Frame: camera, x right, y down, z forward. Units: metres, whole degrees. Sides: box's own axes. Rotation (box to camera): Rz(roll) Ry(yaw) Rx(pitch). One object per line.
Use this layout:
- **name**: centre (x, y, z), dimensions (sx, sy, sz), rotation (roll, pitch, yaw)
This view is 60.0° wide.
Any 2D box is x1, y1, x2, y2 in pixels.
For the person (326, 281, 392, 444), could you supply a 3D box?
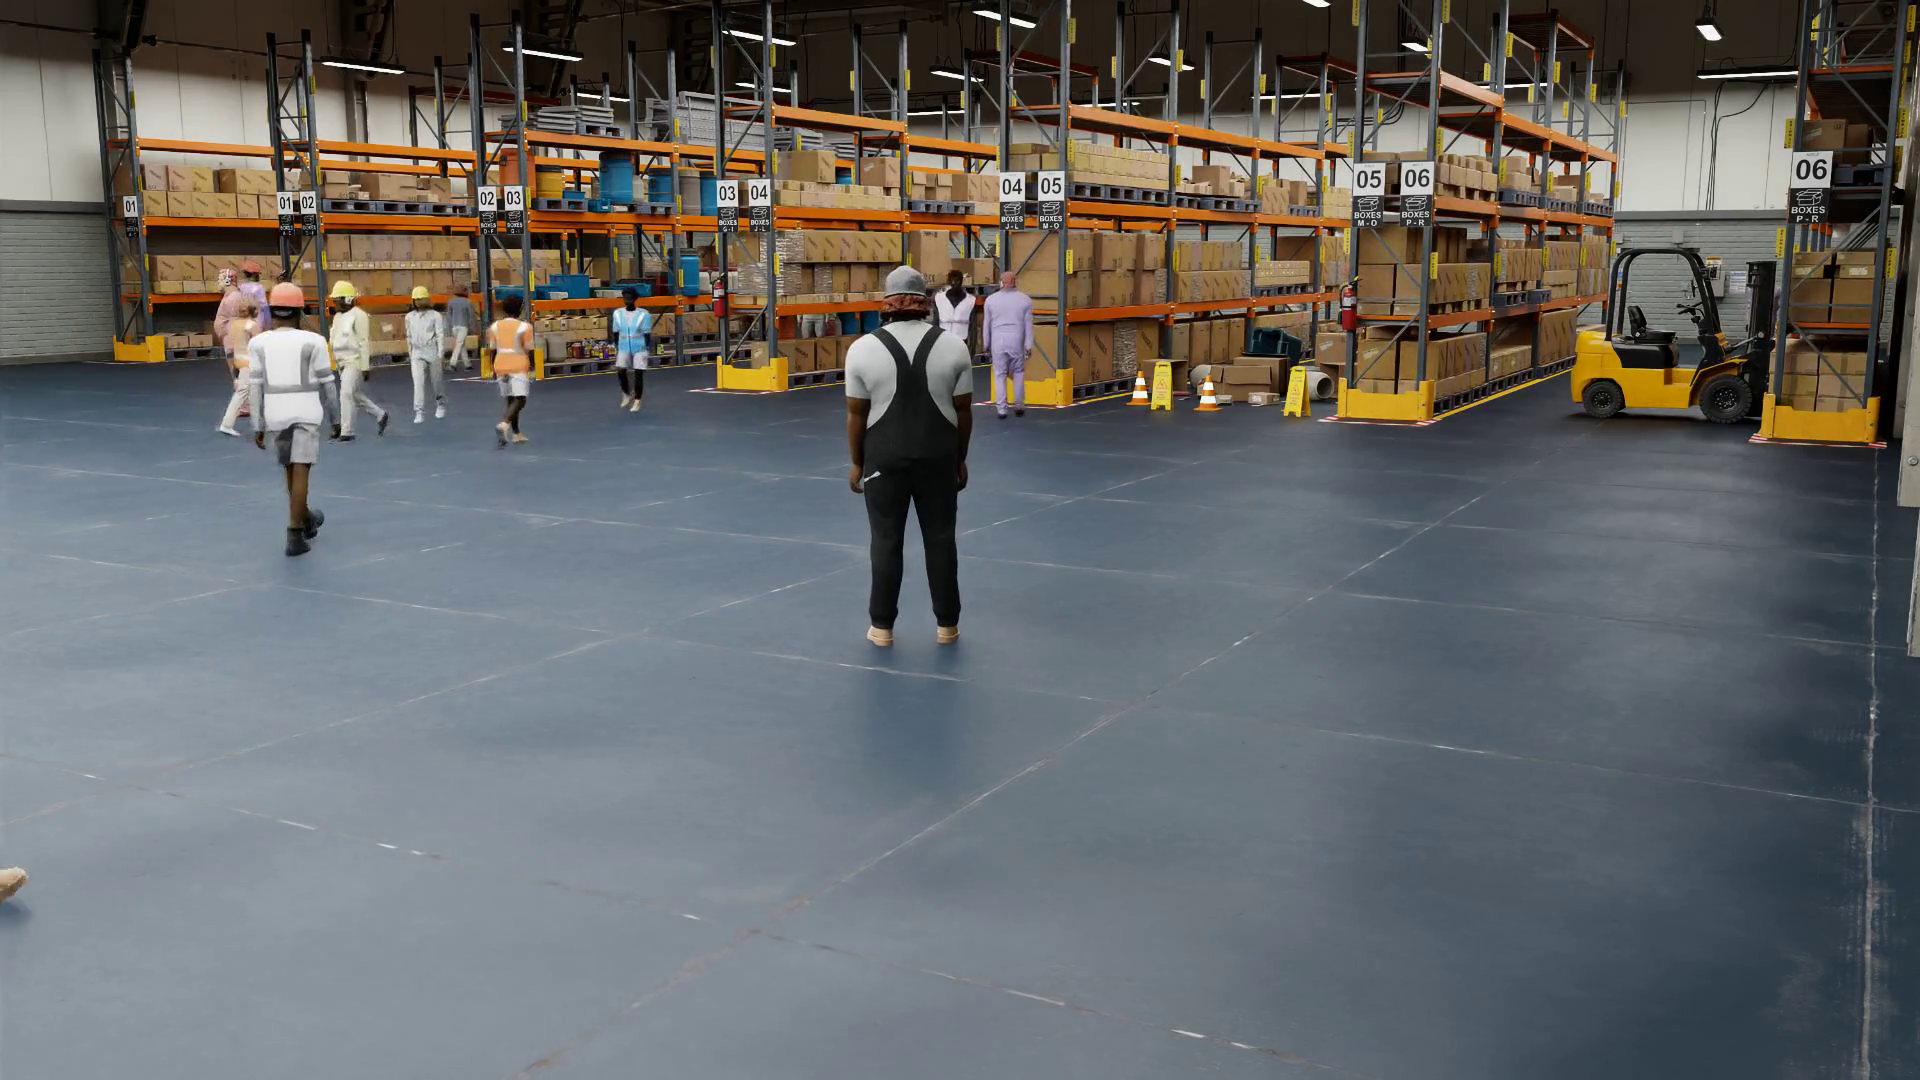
- **person**: centre (-6.746, -1.989, 18.584), dimensions (0.601, 1.809, 0.774), rotation (10, 14, 44)

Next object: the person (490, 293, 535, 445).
- **person**: centre (-4.917, -1.846, 18.140), dimensions (0.541, 1.675, 0.724), rotation (3, 10, 18)

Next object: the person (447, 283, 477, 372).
- **person**: centre (-8.983, -3.804, 29.828), dimensions (0.508, 1.591, 0.839), rotation (3, 10, 19)

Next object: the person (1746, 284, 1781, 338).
- **person**: centre (13.929, -3.789, 28.783), dimensions (0.590, 1.918, 0.396), rotation (5, 11, 28)

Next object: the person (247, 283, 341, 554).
- **person**: centre (-4.723, -0.877, 11.843), dimensions (0.553, 1.879, 1.035), rotation (0, 10, -3)

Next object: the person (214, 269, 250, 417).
- **person**: centre (-9.395, -2.536, 21.477), dimensions (0.407, 1.910, 0.639), rotation (-3, 10, -18)

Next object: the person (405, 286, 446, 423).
- **person**: centre (-6.746, -2.357, 21.043), dimensions (0.491, 1.710, 0.897), rotation (0, 10, -2)

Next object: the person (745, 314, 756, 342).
- **person**: centre (-5.055, -5.785, 40.367), dimensions (0.649, 1.945, 0.630), rotation (5, 11, 29)

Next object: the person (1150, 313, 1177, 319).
- **person**: centre (3.793, -4.164, 30.969), dimensions (0.583, 1.918, 0.444), rotation (5, 11, 27)

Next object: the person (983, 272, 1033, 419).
- **person**: centre (0.618, -2.518, 21.516), dimensions (0.637, 1.860, 0.905), rotation (0, 10, 1)

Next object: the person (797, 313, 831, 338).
- **person**: centre (-2.595, -3.922, 29.548), dimensions (0.625, 1.931, 0.374), rotation (0, 10, -1)

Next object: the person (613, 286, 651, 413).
- **person**: centre (-4.332, -2.517, 22.011), dimensions (0.544, 1.675, 0.375), rotation (1, 10, 4)

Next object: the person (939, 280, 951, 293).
- **person**: centre (-0.094, -3.602, 27.967), dimensions (0.531, 1.817, 0.667), rotation (8, 12, 38)

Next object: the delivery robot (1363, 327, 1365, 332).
- **delivery robot**: centre (9.167, -4.663, 37.612), dimensions (0.707, 0.478, 0.477), rotation (1, 10, 6)

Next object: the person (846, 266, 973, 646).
- **person**: centre (-0.278, -0.455, 8.901), dimensions (0.672, 2.000, 0.536), rotation (-1, 10, -7)

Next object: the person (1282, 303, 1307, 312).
- **person**: centre (7.624, -5.169, 37.781), dimensions (0.524, 1.594, 0.843), rotation (9, 13, 42)

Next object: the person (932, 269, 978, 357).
- **person**: centre (-0.069, -2.608, 21.916), dimensions (0.612, 1.894, 0.558), rotation (0, 10, 1)

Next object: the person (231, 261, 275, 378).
- **person**: centre (-11.751, -3.618, 27.585), dimensions (0.618, 1.998, 1.057), rotation (6, 11, 31)

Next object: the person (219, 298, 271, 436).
- **person**: centre (-8.264, -2.009, 19.316), dimensions (0.869, 1.593, 0.533), rotation (-9, 14, -44)

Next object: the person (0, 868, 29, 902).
- **person**: centre (-3.508, 0.316, 5.131), dimensions (0.949, 1.792, 0.644), rotation (-3, 10, -18)

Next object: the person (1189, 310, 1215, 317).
- **person**: centre (5.464, -5.315, 37.554), dimensions (0.634, 1.972, 0.815), rotation (1, 10, 3)

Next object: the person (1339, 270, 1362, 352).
- **person**: centre (7.460, -4.249, 31.480), dimensions (0.564, 1.913, 0.617), rotation (4, 10, 20)
